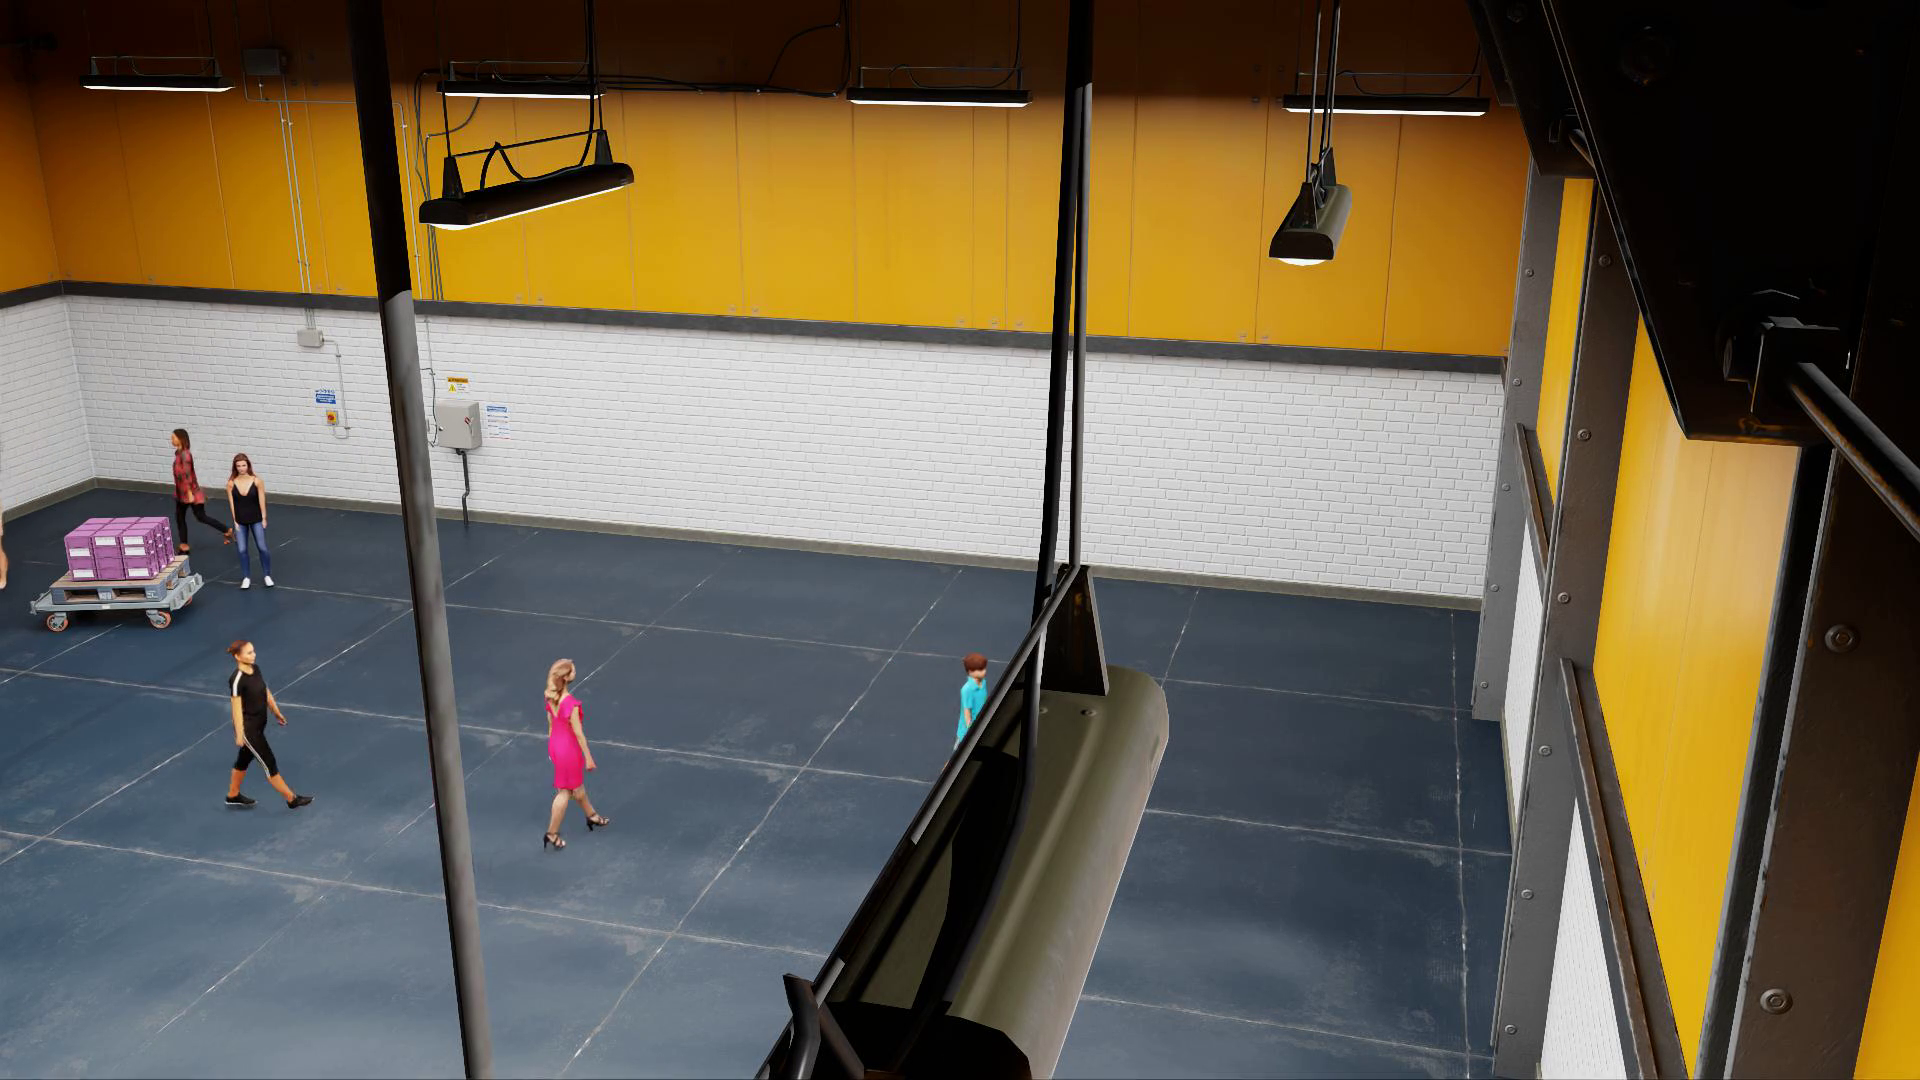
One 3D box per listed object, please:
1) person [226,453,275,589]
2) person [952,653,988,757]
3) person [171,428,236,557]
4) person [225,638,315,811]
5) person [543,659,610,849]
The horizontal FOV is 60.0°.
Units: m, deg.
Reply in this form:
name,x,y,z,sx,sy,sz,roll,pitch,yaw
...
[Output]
name,x,y,z,sx,sy,sz,roll,pitch,yaw
person,-8.665,-0.245,20.267,0.659,1.716,0.686,-6,19,-16
person,0.054,1.695,14.975,0.840,1.417,0.971,14,23,36
person,-9.840,-0.611,21.417,1.138,1.675,1.003,-14,23,-36
person,-6.361,1.657,14.761,0.833,1.626,1.069,0,19,1
person,-3.401,1.838,14.107,0.982,1.700,0.871,-15,24,-38
